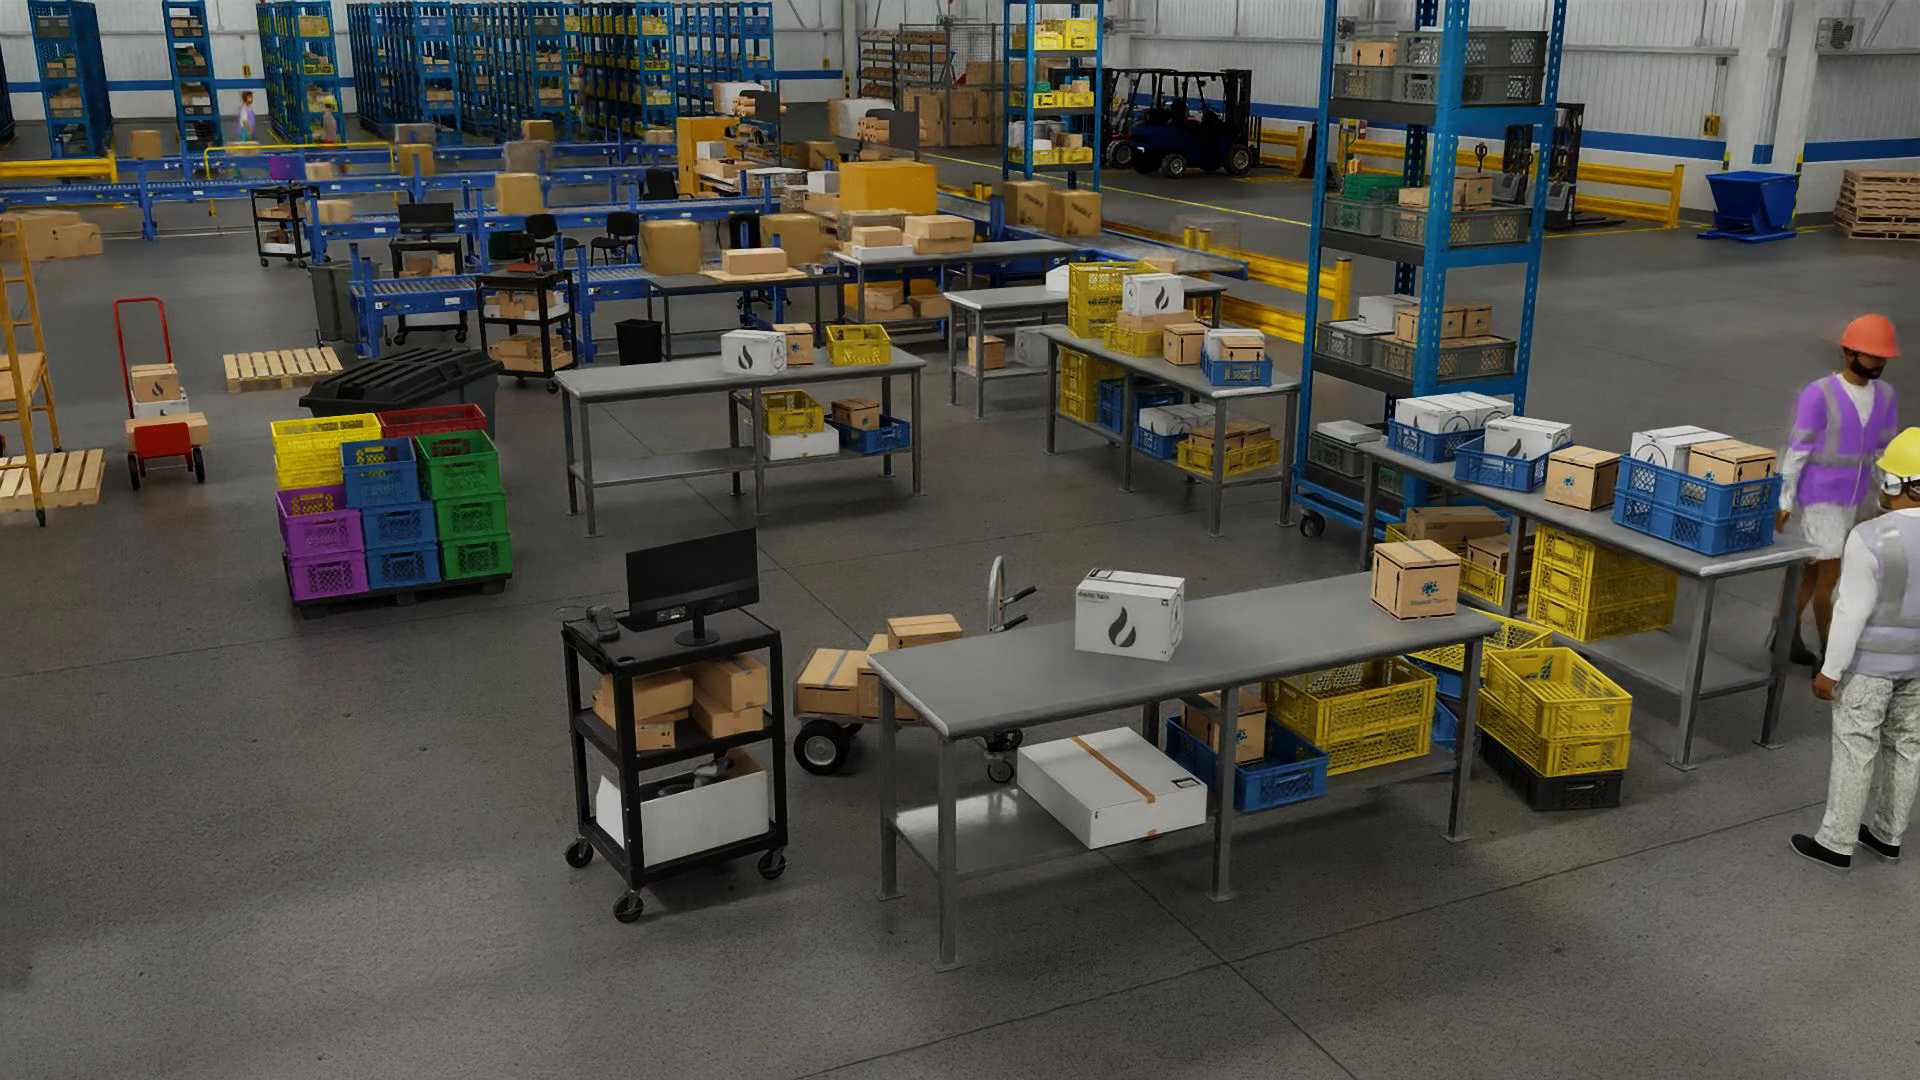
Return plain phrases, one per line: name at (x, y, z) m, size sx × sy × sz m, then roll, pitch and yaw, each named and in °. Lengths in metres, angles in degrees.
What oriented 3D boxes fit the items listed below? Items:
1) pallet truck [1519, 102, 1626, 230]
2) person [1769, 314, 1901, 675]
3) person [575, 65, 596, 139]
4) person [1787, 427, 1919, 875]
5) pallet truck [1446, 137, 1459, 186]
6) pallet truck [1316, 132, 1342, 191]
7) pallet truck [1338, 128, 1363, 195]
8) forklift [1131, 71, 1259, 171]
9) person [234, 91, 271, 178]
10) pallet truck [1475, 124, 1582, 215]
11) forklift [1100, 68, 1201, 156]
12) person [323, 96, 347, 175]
pallet truck at (9.972, -6.037, 26.785) m, size 1.885 × 1.965 × 0.823 m, roll -9°, pitch 20°, yaw -25°
person at (4.573, -0.186, 8.498) m, size 0.578 × 1.905 × 0.856 m, roll -6°, pitch 18°, yaw -17°
person at (-10.384, -12.038, 45.729) m, size 0.747 × 1.964 × 0.620 m, roll -7°, pitch 19°, yaw -22°
person at (3.666, 0.452, 6.612) m, size 0.586 × 1.833 × 0.403 m, roll -5°, pitch 18°, yaw -15°
pallet truck at (9.184, -6.485, 29.328) m, size 1.630 × 1.274 × 0.653 m, roll -8°, pitch 19°, yaw -23°
pallet truck at (7.723, -7.504, 32.656) m, size 1.601 × 1.201 × 0.680 m, roll -8°, pitch 19°, yaw -23°
pallet truck at (7.845, -7.140, 31.411) m, size 1.522 × 1.261 × 0.704 m, roll -9°, pitch 20°, yaw -25°
forklift at (4.998, -8.936, 35.413) m, size 2.680 × 1.987 × 1.157 m, roll -9°, pitch 20°, yaw -25°
person at (-14.730, -8.411, 34.598) m, size 0.993 × 1.788 × 0.603 m, roll -3°, pitch 18°, yaw -8°
pallet truck at (9.707, -6.455, 28.103) m, size 1.885 × 1.965 × 0.823 m, roll -7°, pitch 19°, yaw -20°
forklift at (4.082, -9.564, 37.410) m, size 2.680 × 1.987 × 1.157 m, roll -8°, pitch 19°, yaw -23°
person at (-12.924, -8.179, 33.970) m, size 0.875 × 1.725 × 0.525 m, roll -3°, pitch 18°, yaw -10°
